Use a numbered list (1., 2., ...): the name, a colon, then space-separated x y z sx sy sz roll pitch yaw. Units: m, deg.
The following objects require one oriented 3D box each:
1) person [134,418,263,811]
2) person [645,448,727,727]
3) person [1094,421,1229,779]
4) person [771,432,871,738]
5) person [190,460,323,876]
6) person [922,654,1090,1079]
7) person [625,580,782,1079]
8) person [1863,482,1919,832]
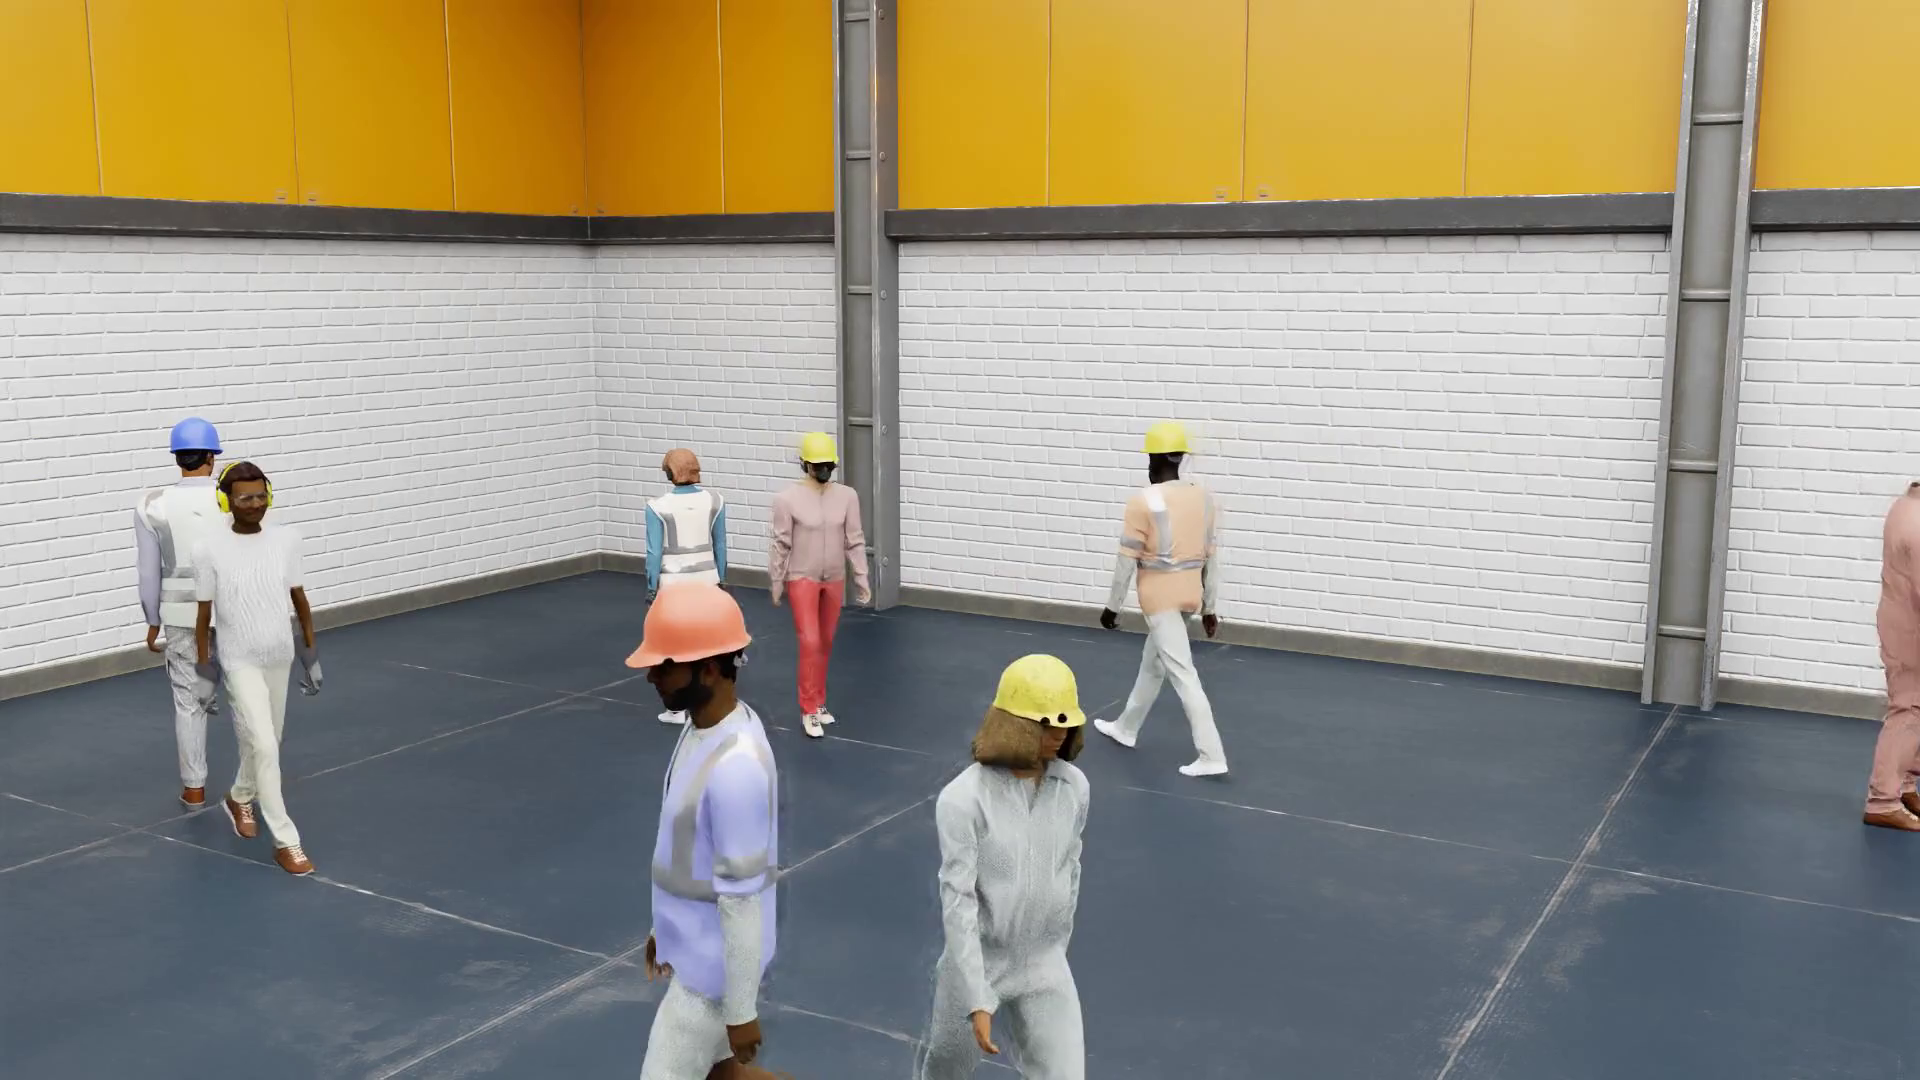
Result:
1. person: -3.721 0.368 8.237 0.602 1.940 0.402 -4 10 -22
2. person: -1.598 0.275 9.755 0.512 1.640 0.309 -6 11 -32
3. person: 1.103 0.304 8.903 0.589 1.870 1.048 -8 12 -42
4. person: -0.784 0.248 9.569 0.540 1.741 0.669 -6 11 -32
5. person: -3.191 0.534 7.543 0.926 1.833 0.529 8 12 41
6. person: 0.134 1.115 4.369 0.493 1.686 0.939 -5 10 -27
7. person: -0.592 1.028 4.235 0.839 1.904 0.556 -2 9 -13
8. person: 4.565 0.462 7.816 0.500 1.884 0.663 4 10 22
